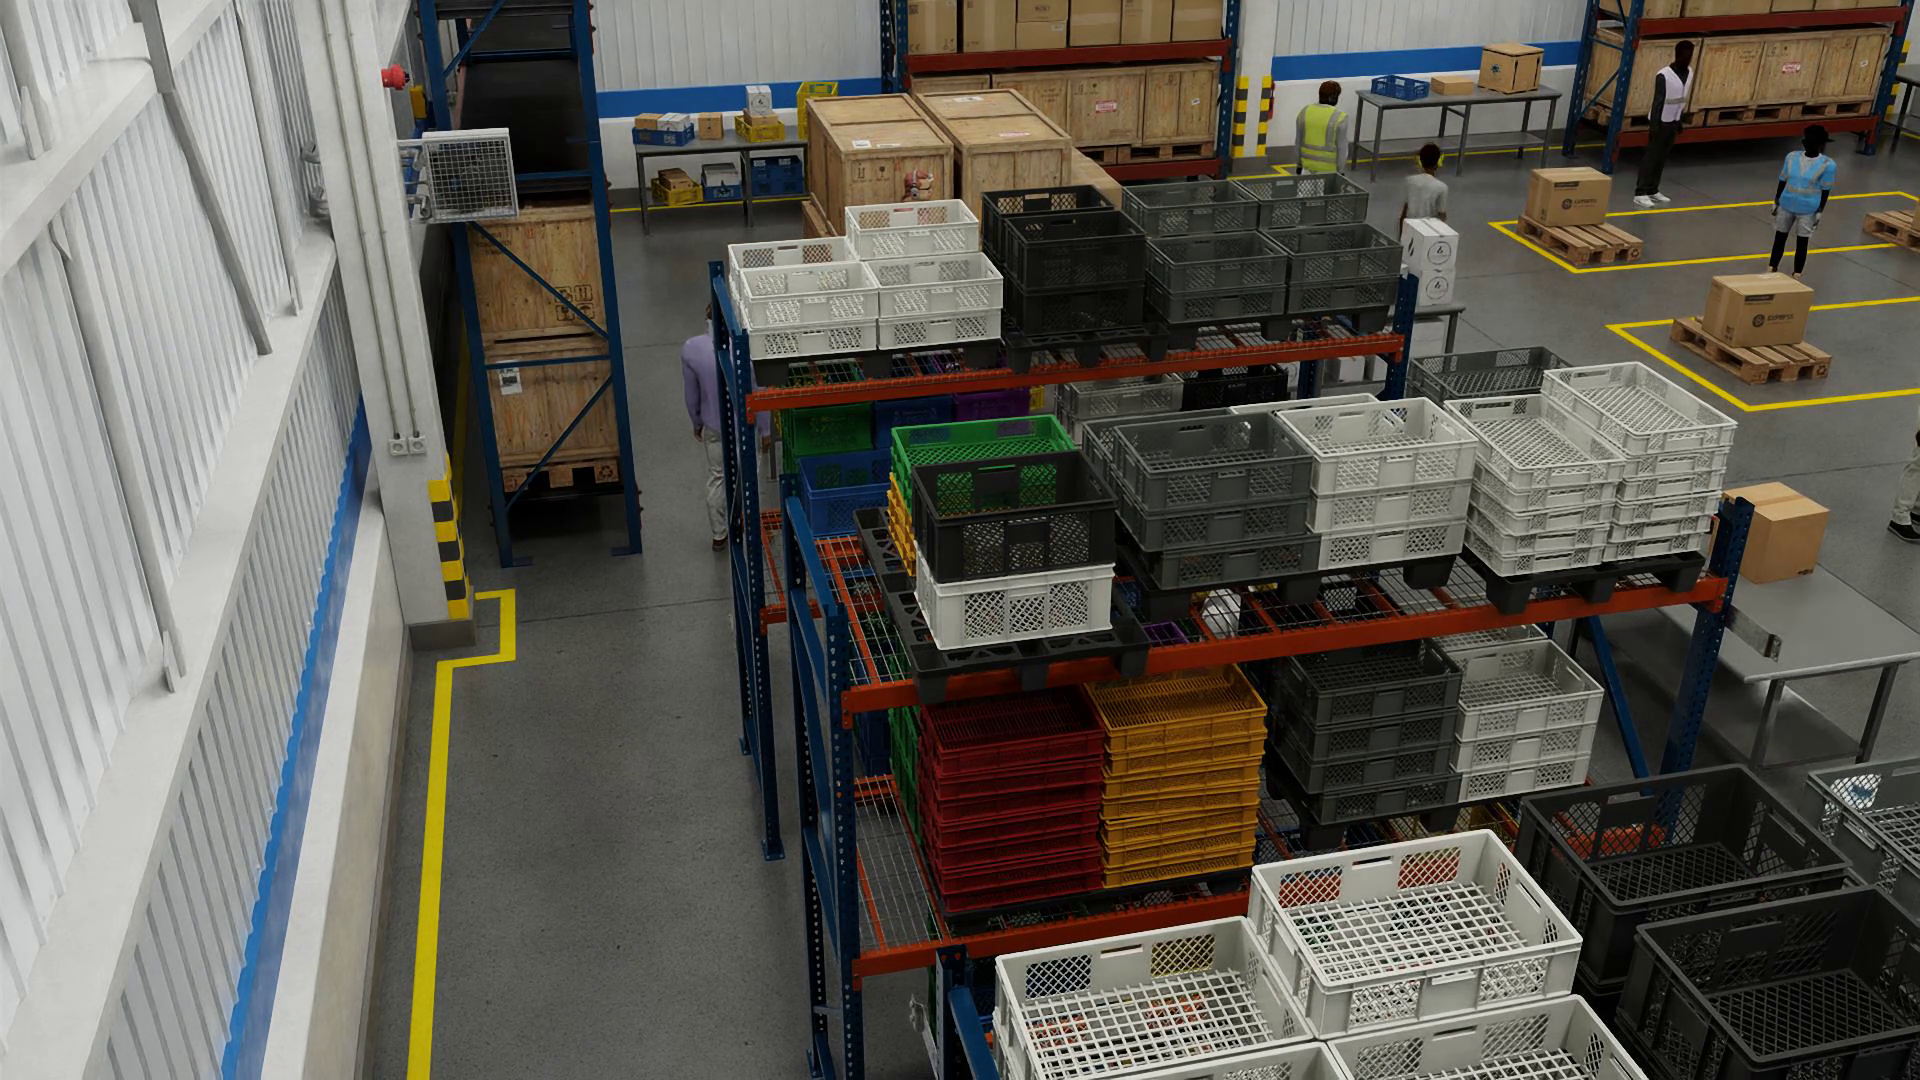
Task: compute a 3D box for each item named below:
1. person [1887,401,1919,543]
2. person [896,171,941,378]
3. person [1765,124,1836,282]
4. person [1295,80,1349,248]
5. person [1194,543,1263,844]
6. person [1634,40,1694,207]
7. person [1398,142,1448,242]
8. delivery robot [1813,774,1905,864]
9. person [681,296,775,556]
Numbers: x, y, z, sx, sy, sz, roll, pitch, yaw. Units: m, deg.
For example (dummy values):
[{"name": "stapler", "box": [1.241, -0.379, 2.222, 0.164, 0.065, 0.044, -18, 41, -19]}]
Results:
[{"name": "person", "box": [7.138, -0.870, 12.015, 0.587, 1.823, 0.403, -15, 31, -25]}, {"name": "person", "box": [-0.364, -2.311, 14.661, 0.407, 1.908, 0.641, -2, 28, -3]}, {"name": "person", "box": [8.515, -3.371, 16.893, 0.316, 1.695, 0.542, -21, 35, -35]}, {"name": "person", "box": [3.915, -4.041, 18.020, 0.621, 1.837, 0.430, 24, 36, 38]}, {"name": "person", "box": [1.412, 0.807, 8.771, 0.355, 1.882, 0.576, 10, 29, 18]}, {"name": "person", "box": [8.313, -4.922, 19.603, 0.591, 1.916, 0.379, -18, 33, -31]}, {"name": "person", "box": [4.360, -2.826, 15.743, 0.841, 1.835, 0.536, -18, 33, -30]}, {"name": "delivery robot", "box": [4.728, 1.482, 8.806, 0.477, 0.478, 0.707, 24, 36, 38]}, {"name": "person", "box": [-1.620, -0.807, 11.773, 0.635, 1.937, 0.361, 8, 29, 15]}]
